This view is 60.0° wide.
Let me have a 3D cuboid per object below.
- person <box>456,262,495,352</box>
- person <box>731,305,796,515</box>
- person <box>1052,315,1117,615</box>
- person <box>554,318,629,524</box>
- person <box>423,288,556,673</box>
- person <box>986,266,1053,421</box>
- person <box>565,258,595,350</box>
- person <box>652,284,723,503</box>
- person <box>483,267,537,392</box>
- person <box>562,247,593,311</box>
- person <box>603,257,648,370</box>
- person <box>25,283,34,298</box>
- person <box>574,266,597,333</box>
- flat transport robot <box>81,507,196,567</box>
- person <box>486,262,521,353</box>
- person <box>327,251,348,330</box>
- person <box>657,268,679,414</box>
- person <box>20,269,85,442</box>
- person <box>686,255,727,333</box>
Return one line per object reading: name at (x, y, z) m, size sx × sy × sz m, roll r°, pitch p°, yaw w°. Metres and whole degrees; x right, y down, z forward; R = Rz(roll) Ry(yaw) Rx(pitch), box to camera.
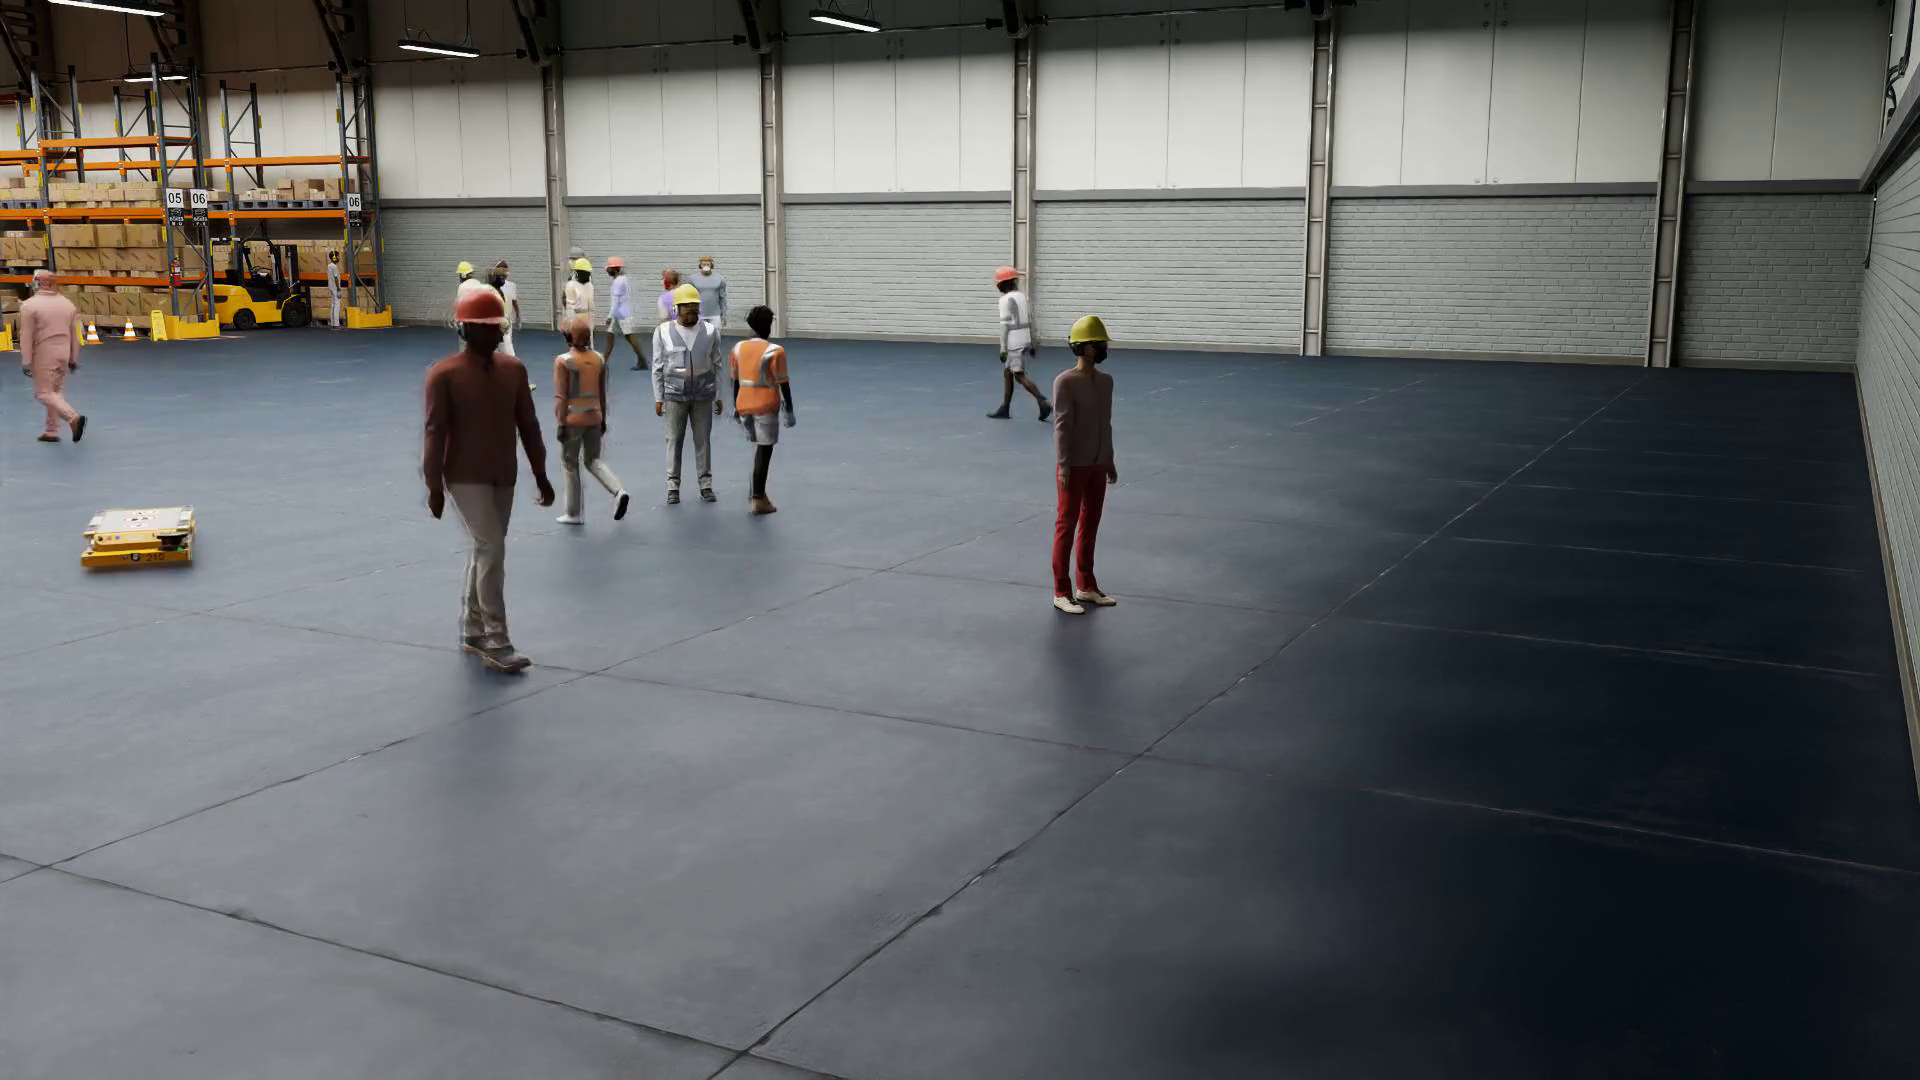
person at (-8.049, -3.694, 27.524) m, size 0.697 × 1.808 × 0.600 m, roll 3°, pitch 11°, yaw 18°
person at (-1.569, -1.053, 13.454) m, size 0.563 × 1.673 × 0.520 m, roll 8°, pitch 13°, yaw 36°
person at (0.754, -0.453, 9.955) m, size 0.305 × 1.772 × 0.522 m, roll 9°, pitch 14°, yaw 41°
person at (-2.879, -0.901, 12.813) m, size 0.585 × 1.619 × 0.519 m, roll 7°, pitch 12°, yaw 33°
person at (-2.391, -0.312, 8.660) m, size 0.844 × 1.963 × 0.618 m, roll 6°, pitch 12°, yaw 31°
person at (0.757, -2.376, 20.144) m, size 0.910 × 1.890 × 0.560 m, roll 5°, pitch 12°, yaw 27°
person at (-5.552, -3.150, 24.268) m, size 0.579 × 1.912 × 0.611 m, roll 5°, pitch 12°, yaw 25°
person at (-2.281, -1.225, 13.979) m, size 0.599 × 1.836 × 0.404 m, roll -3°, pitch 11°, yaw -18°
person at (-6.542, -2.942, 23.487) m, size 0.978 × 1.795 × 0.620 m, roll 2°, pitch 11°, yaw 9°
person at (-6.593, -4.027, 28.703) m, size 0.536 × 2.000 × 0.682 m, roll -3°, pitch 11°, yaw -15°
person at (-5.655, -3.732, 27.532) m, size 0.989 × 1.890 × 0.554 m, roll -3°, pitch 11°, yaw -16°
person at (-24.775, -6.871, 44.561) m, size 0.405 × 1.918 × 0.582 m, roll 5°, pitch 11°, yaw 24°
person at (-5.733, -3.329, 25.361) m, size 0.327 × 1.874 × 0.520 m, roll 4°, pitch 11°, yaw 22°
flat transport robot at (-5.817, -0.045, 11.820) m, size 0.652 × 0.197 × 1.431 m, roll -4°, pitch 11°, yaw -22°
person at (-7.128, -3.418, 25.975) m, size 0.545 × 1.836 × 0.779 m, roll -9°, pitch 14°, yaw -40°
person at (-14.868, -5.943, 39.621) m, size 0.311 × 1.869 × 0.534 m, roll -8°, pitch 13°, yaw -37°
person at (-3.518, -2.475, 20.804) m, size 0.550 × 1.829 × 0.595 m, roll 7°, pitch 13°, yaw 35°
person at (-9.765, -1.969, 17.912) m, size 0.765 × 1.880 × 0.651 m, roll 4°, pitch 11°, yaw 19°
person at (-3.989, -3.522, 26.230) m, size 0.635 × 1.936 × 0.355 m, roll -3°, pitch 11°, yaw -15°
